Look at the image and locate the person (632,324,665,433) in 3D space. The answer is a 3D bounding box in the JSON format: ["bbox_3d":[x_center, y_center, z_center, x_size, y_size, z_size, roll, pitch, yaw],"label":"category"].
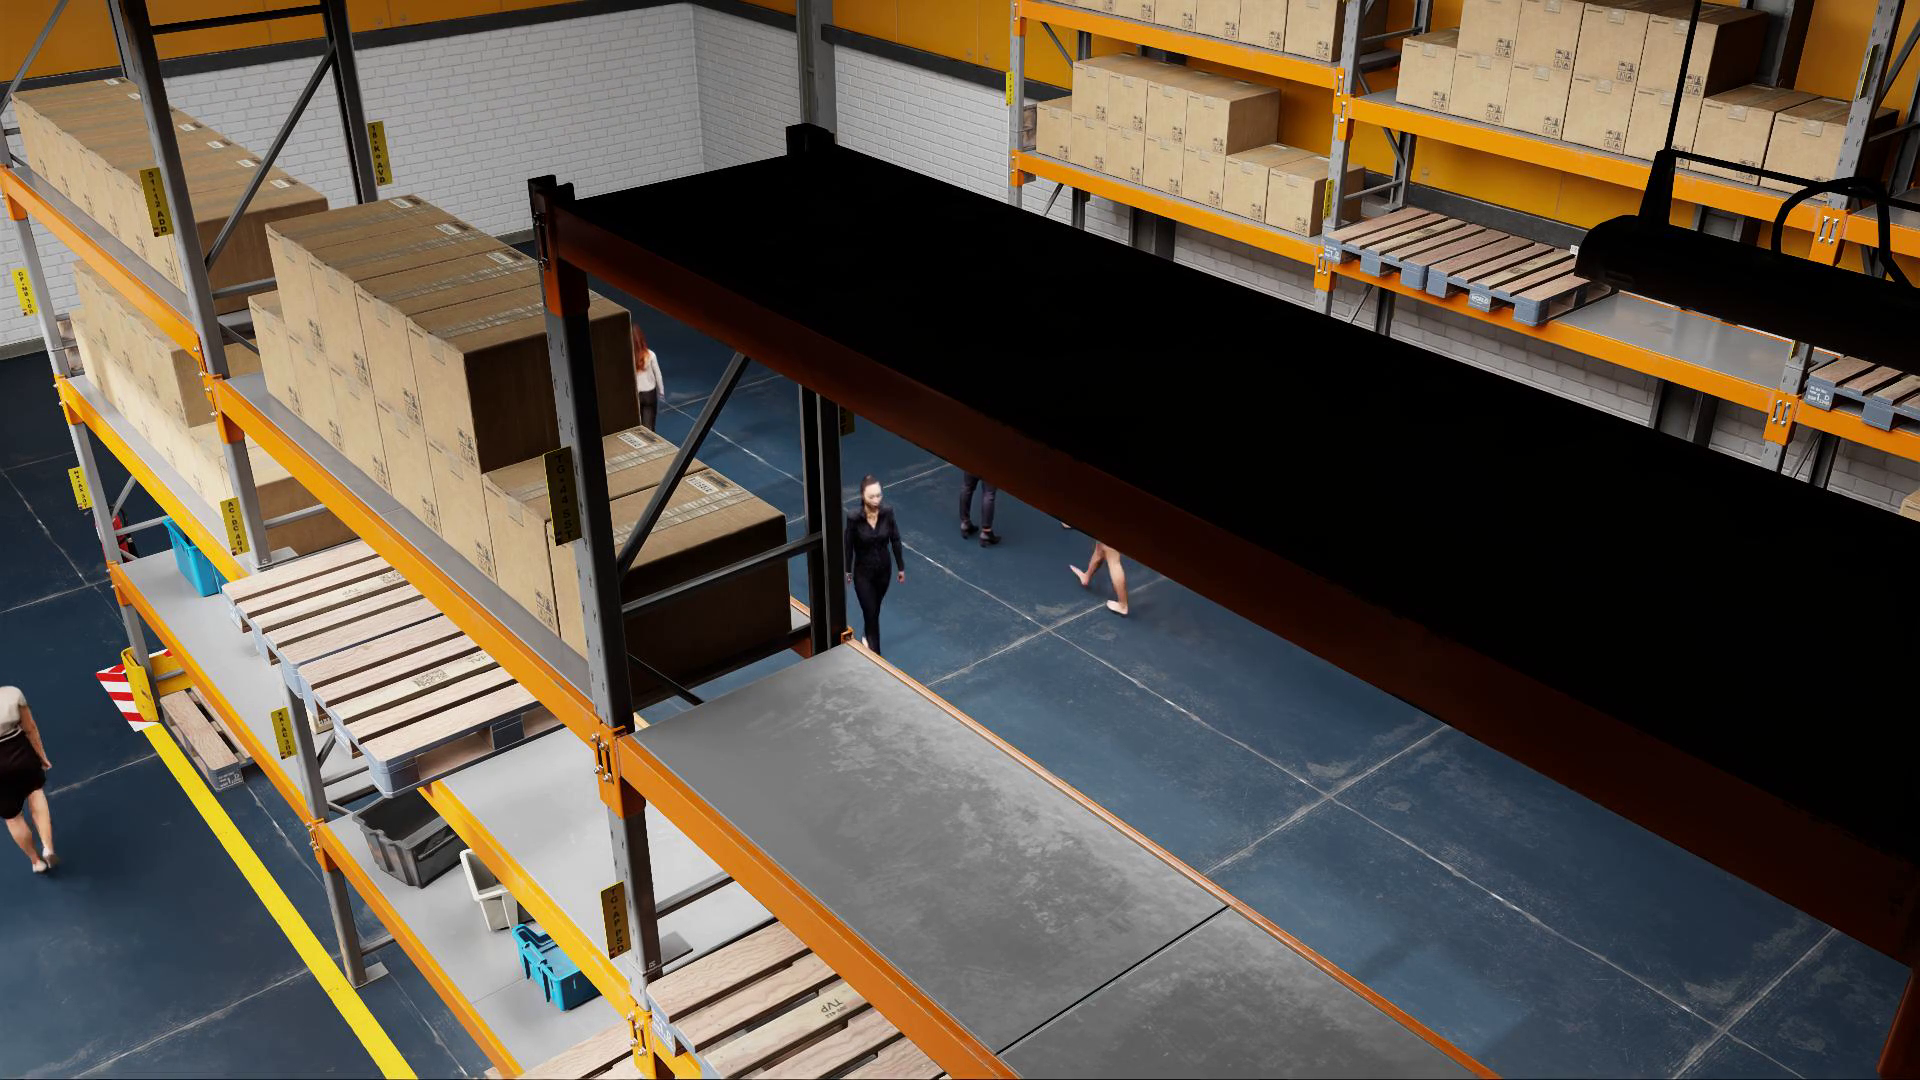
[{"bbox_3d":[-3.136,-1.385,16.455,0.927,1.452,1.043,-1,29,-1],"label":"person"}]

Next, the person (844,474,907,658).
[{"bbox_3d":[-0.731,0.238,13.234,0.748,1.687,0.958,-13,31,-22],"label":"person"}]

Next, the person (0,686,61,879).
[{"bbox_3d":[-6.161,1.524,10.814,0.649,1.747,0.678,-23,36,-36],"label":"person"}]
